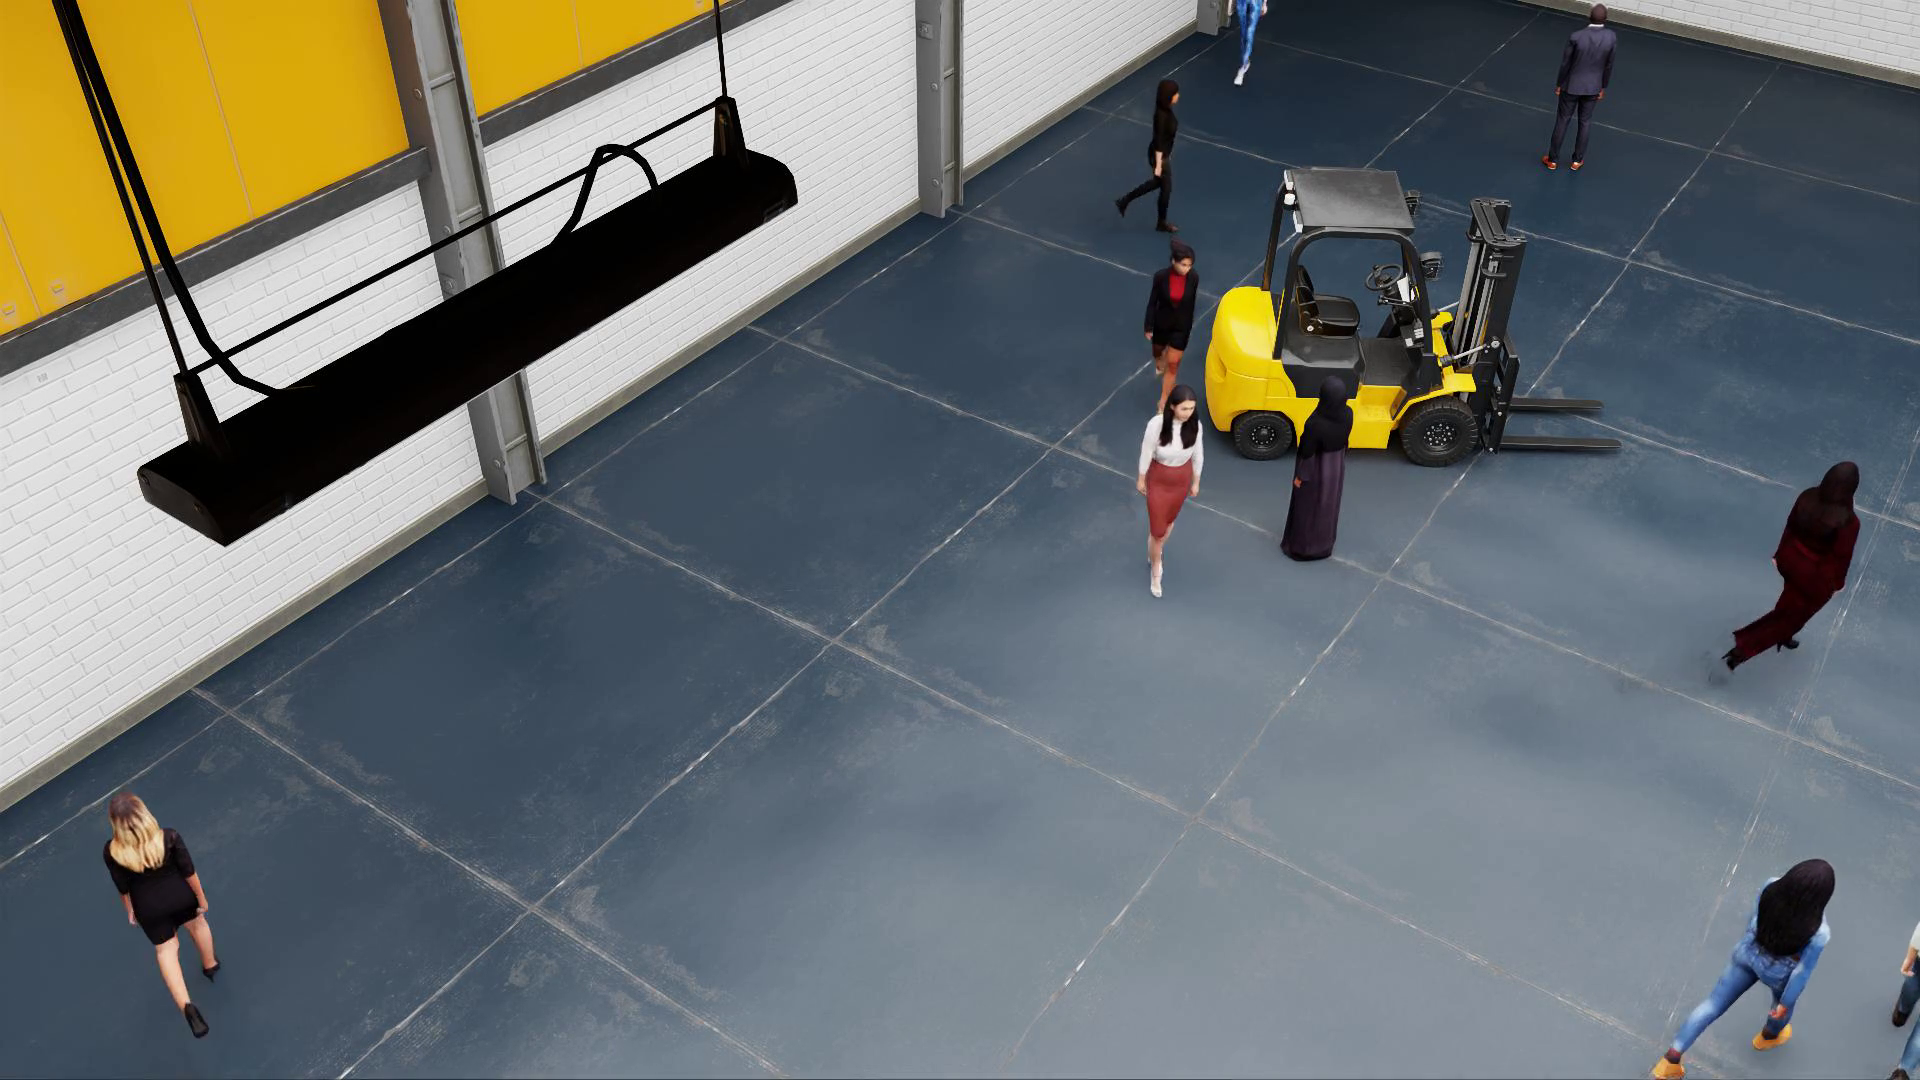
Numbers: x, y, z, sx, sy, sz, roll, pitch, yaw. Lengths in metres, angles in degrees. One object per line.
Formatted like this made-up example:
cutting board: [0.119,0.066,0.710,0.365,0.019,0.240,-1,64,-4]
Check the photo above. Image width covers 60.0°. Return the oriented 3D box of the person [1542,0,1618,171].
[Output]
person: [6.605,-4.809,17.673,0.782,1.822,0.769,6,39,7]

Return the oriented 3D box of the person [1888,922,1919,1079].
person: [5.287,2.321,8.912,0.604,1.613,1.100,27,46,30]

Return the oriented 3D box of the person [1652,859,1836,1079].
person: [4.206,2.332,8.859,1.299,1.663,1.022,-17,42,-20]

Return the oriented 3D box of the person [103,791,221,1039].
person: [-4.388,2.072,9.191,0.988,1.655,0.937,-15,41,-18]

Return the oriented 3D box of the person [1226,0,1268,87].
person: [3.429,-6.320,19.624,0.751,1.748,1.145,14,41,17]

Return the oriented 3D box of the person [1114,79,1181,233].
person: [1.919,-3.828,16.607,0.910,1.620,0.948,4,39,5]

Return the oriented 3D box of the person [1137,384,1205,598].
person: [1.525,-0.450,12.288,0.816,1.731,0.878,-5,39,-6]

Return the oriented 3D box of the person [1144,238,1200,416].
person: [1.772,-1.805,14.089,0.901,1.601,1.113,8,39,9]

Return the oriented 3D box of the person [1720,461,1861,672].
person: [5.740,0.243,11.424,1.143,1.726,1.051,-9,39,-11]

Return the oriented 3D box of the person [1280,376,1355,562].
person: [2.712,-0.545,12.500,0.675,1.614,0.769,-17,42,-21]
